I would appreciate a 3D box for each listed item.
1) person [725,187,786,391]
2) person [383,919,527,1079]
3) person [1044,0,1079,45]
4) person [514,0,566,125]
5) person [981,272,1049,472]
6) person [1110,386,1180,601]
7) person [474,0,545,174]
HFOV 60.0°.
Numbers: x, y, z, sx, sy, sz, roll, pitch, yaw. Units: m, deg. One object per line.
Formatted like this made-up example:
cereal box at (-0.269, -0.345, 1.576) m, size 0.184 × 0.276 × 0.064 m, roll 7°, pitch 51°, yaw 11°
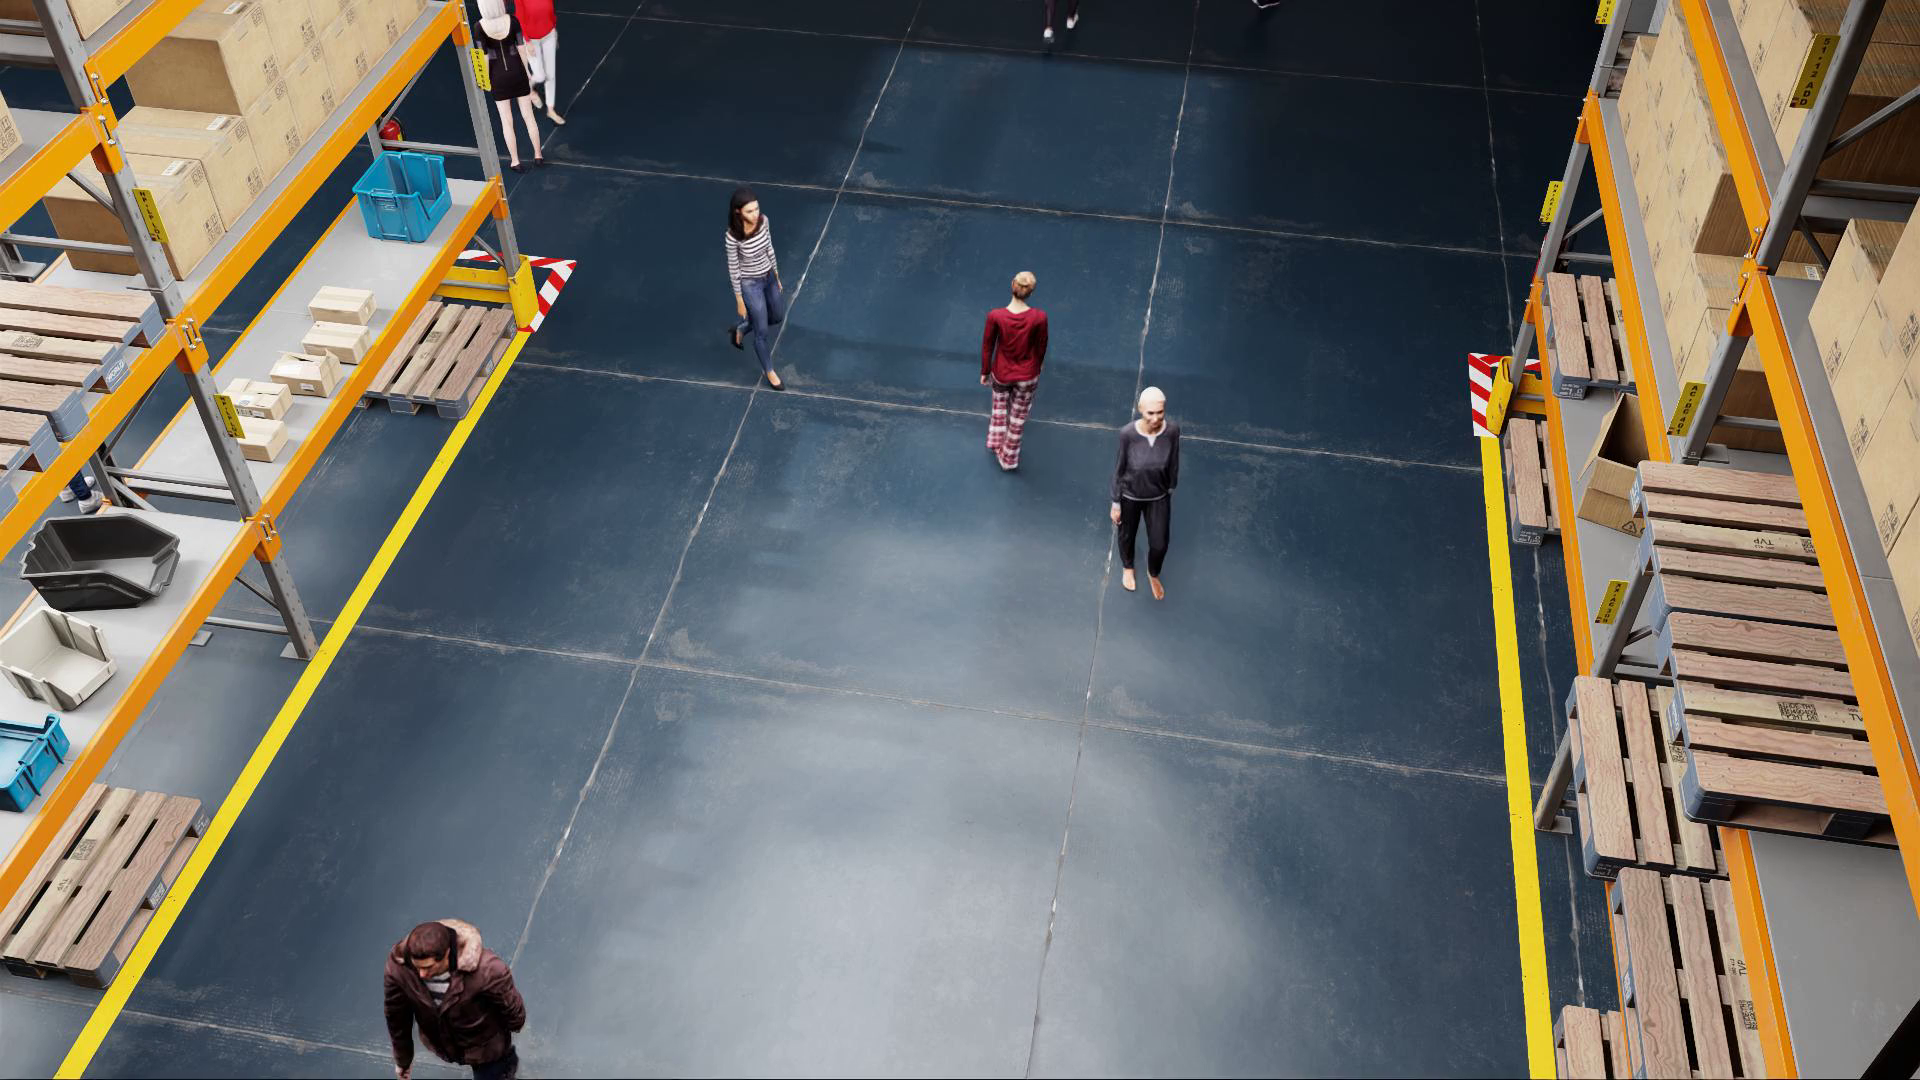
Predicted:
person at (-1.615, -1.948, 12.785) m, size 0.893 × 1.776 × 0.907 m, roll 28°, pitch 50°, yaw 26°
person at (-2.421, 2.345, 8.260) m, size 0.758 × 1.802 × 1.090 m, roll 6°, pitch 44°, yaw 7°
person at (1.048, -5.885, 17.035) m, size 0.604 × 1.614 × 1.053 m, roll 10°, pitch 44°, yaw 10°
person at (-4.051, -4.783, 15.831) m, size 0.791 × 1.680 × 0.841 m, roll -27°, pitch 50°, yaw -25°
person at (0.406, -1.178, 12.041) m, size 0.650 × 1.687 × 0.682 m, roll 2°, pitch 44°, yaw 2°
person at (1.215, -0.382, 11.185) m, size 0.669 × 1.716 × 0.654 m, roll -1°, pitch 44°, yaw -1°
person at (-4.102, -4.193, 15.104) m, size 0.652 × 1.829 × 0.672 m, roll -17°, pitch 46°, yaw -17°
